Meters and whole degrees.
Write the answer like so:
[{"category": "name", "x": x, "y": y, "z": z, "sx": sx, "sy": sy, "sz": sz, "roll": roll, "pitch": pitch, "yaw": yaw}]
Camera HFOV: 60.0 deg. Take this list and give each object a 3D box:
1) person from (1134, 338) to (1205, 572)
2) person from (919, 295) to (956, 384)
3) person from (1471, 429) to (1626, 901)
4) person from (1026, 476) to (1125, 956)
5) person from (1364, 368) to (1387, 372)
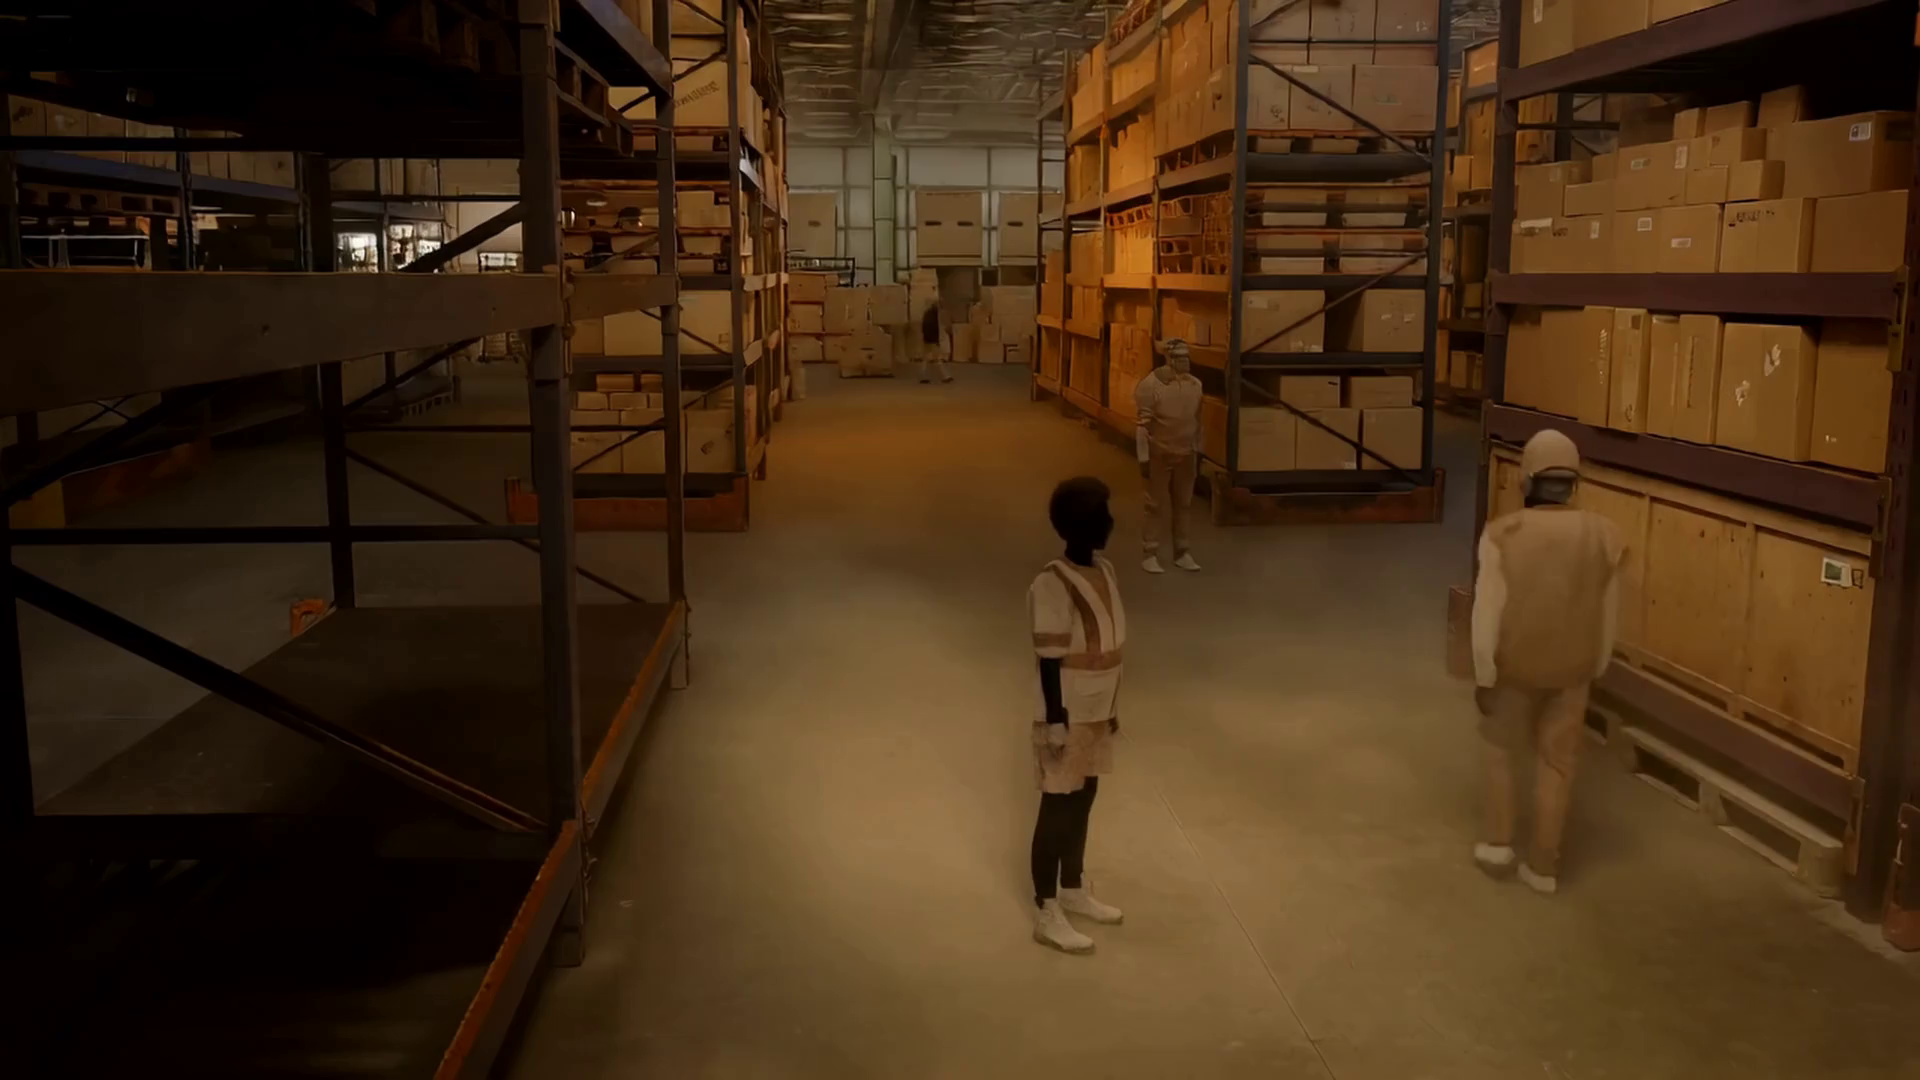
[{"category": "person", "x": 1.729, "y": -0.687, "z": 13.529, "sx": 0.642, "sy": 1.900, "sz": 0.400, "roll": -4, "pitch": 10, "yaw": -25}, {"category": "person", "x": -0.514, "y": -4.411, "z": 36.687, "sx": 0.924, "sy": 1.952, "sz": 0.625, "roll": -5, "pitch": 11, "yaw": -31}, {"category": "person", "x": 2.258, "y": 0.468, "z": 6.528, "sx": 0.611, "sy": 1.808, "sz": 0.615, "roll": 0, "pitch": 9, "yaw": 0}, {"category": "person", "x": 0.423, "y": 0.614, "z": 5.980, "sx": 0.318, "sy": 1.697, "sz": 0.535, "roll": 5, "pitch": 10, "yaw": 27}, {"category": "person", "x": 6.646, "y": -2.733, "z": 26.549, "sx": 0.429, "sy": 1.839, "sz": 0.633, "roll": 5, "pitch": 10, "yaw": 28}]
